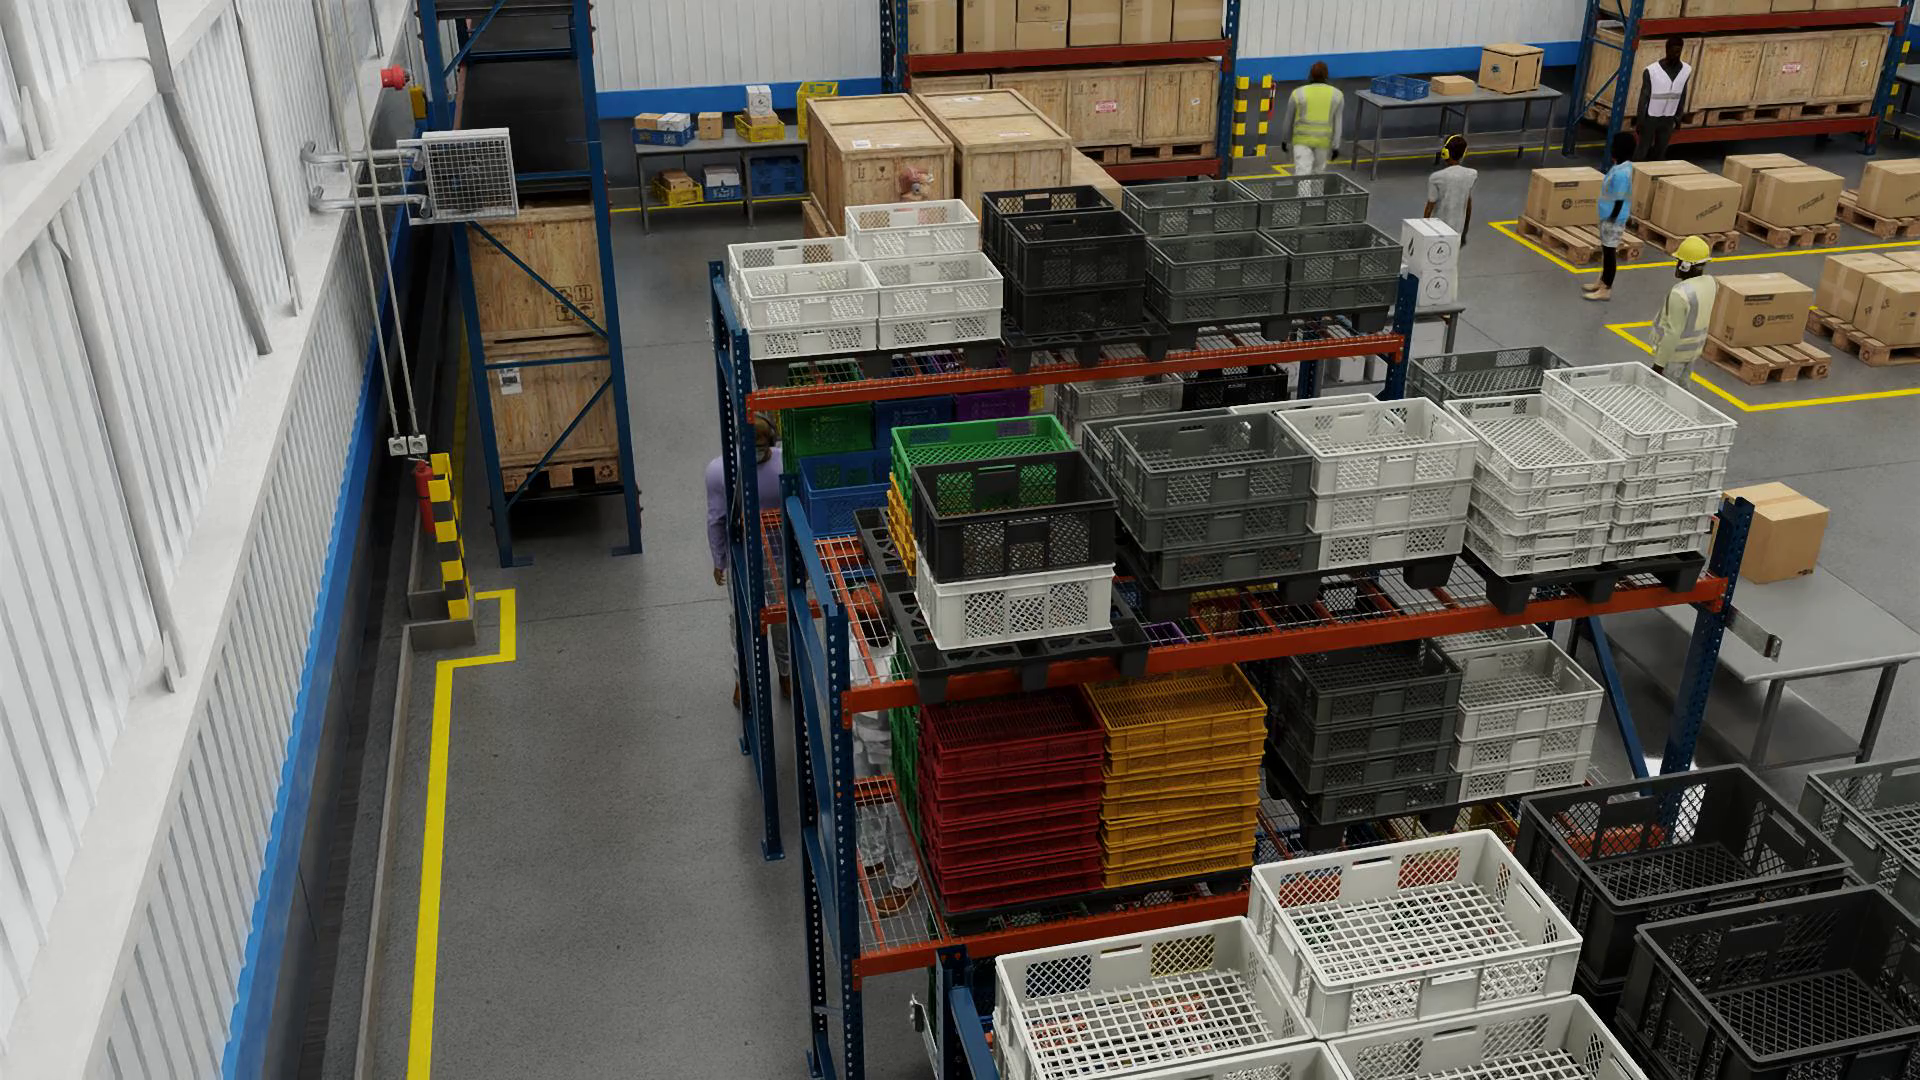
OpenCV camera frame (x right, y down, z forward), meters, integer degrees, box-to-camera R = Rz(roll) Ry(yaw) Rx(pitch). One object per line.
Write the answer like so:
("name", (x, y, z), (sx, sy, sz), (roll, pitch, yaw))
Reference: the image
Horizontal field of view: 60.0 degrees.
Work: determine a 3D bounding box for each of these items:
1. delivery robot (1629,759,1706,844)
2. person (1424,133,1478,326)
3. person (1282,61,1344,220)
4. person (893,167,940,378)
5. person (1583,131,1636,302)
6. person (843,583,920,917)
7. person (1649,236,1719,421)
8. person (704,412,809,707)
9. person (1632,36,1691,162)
("delivery robot", (3.837, 1.452, 8.864), (0.477, 0.478, 0.707), (3, 28, 5))
("person", (4.645, -2.949, 15.926), (0.503, 1.862, 0.328), (-5, 28, -9))
("person", (4.018, -4.563, 19.068), (0.631, 1.800, 1.000), (0, 28, 0))
("person", (-0.407, -2.364, 14.777), (0.460, 1.910, 0.676), (-6, 28, -12))
("person", (6.524, -3.241, 16.644), (0.317, 1.695, 0.540), (9, 29, 16))
("person", (-0.398, 1.030, 8.342), (0.354, 1.887, 0.572), (-24, 36, -38))
("person", (5.686, -1.515, 13.227), (0.601, 1.830, 0.403), (-23, 35, -36))
("person", (-1.198, 0.105, 10.049), (0.627, 1.934, 0.371), (-6, 28, -11))
("person", (8.332, -5.047, 19.854), (0.587, 1.911, 0.394), (-5, 28, -10))
